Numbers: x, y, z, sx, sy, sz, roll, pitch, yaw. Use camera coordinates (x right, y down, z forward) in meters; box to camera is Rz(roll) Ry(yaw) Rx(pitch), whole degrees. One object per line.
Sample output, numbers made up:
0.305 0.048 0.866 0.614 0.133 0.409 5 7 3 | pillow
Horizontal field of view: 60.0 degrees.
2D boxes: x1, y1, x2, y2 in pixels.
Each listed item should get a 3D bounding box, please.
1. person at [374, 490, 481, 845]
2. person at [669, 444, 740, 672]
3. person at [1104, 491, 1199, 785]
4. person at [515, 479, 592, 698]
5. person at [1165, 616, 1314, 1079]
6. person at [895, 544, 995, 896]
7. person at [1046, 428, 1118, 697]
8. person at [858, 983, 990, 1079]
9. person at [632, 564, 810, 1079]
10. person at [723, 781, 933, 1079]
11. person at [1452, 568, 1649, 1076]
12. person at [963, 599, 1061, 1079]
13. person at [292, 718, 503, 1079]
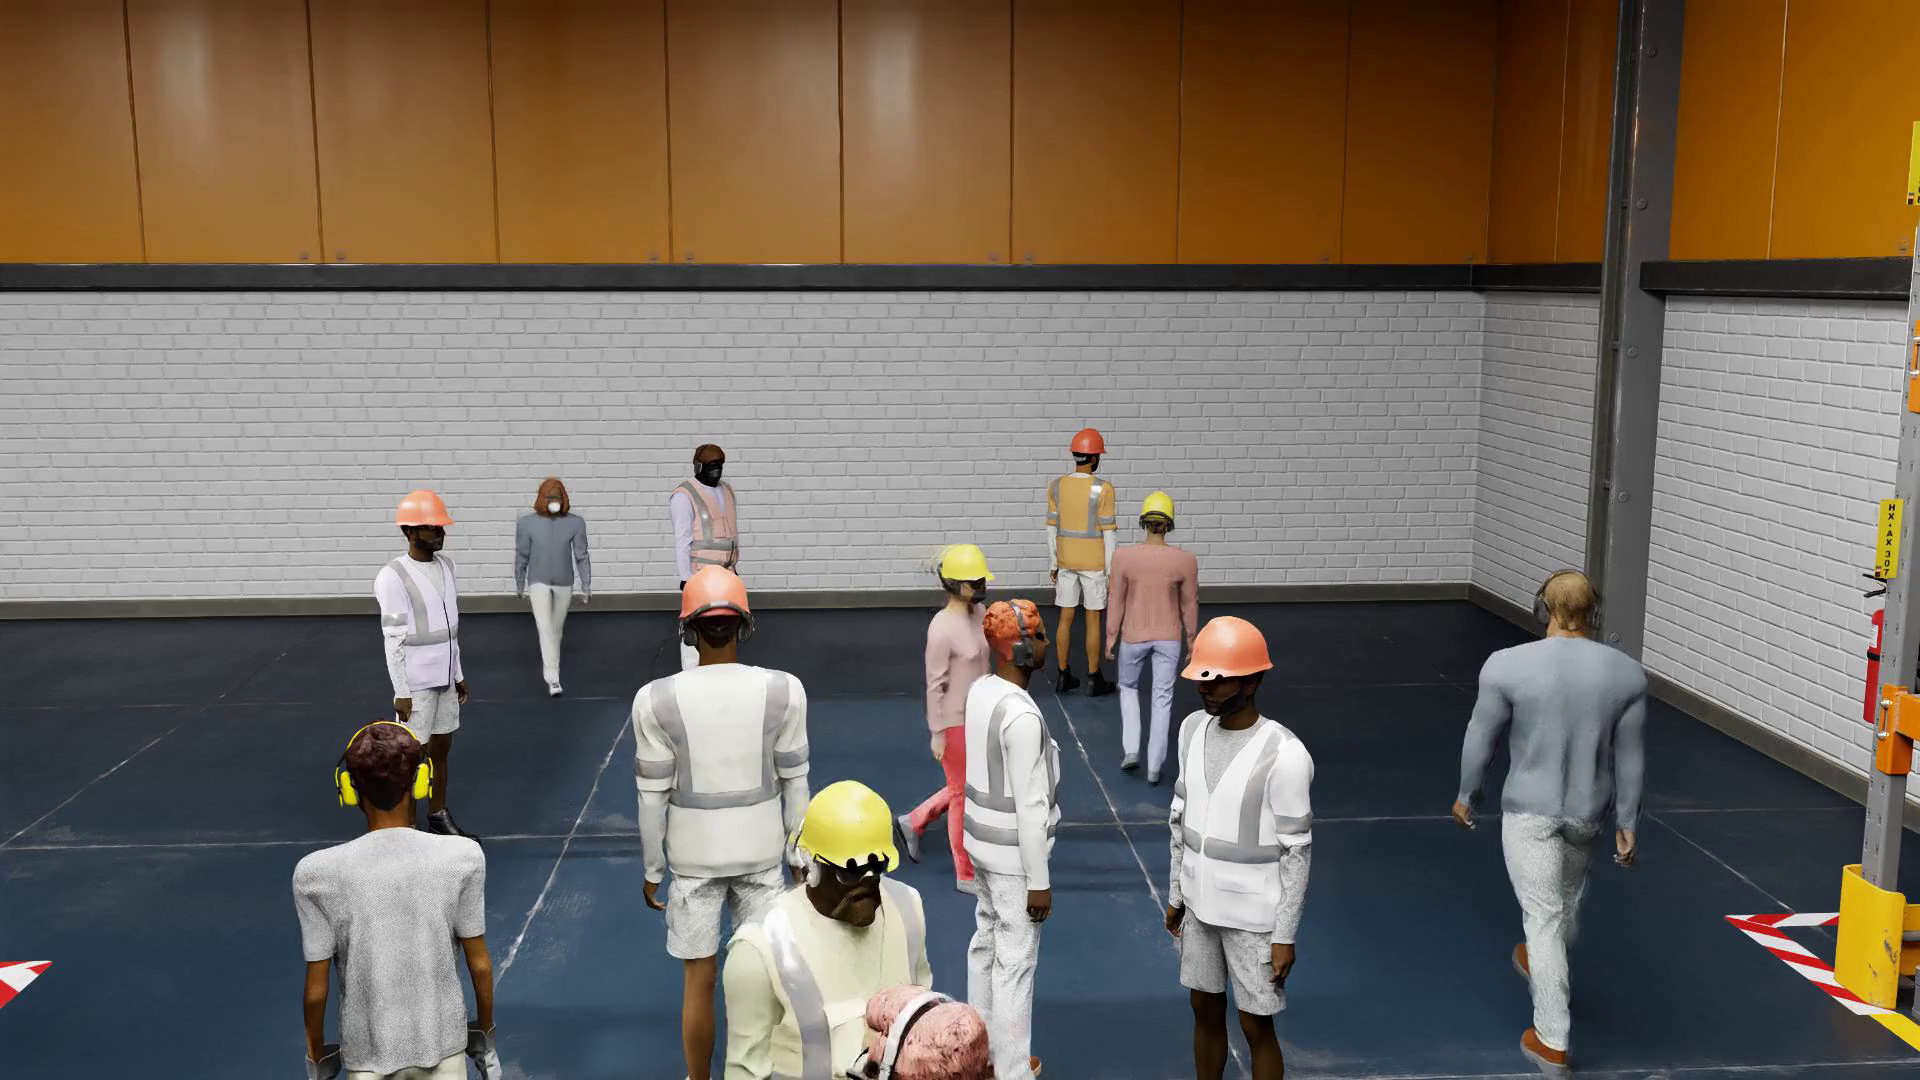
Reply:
-2.746 0.704 8.610 0.349 1.942 0.545 3 10 18 | person
-1.796 0.224 11.939 0.429 1.840 0.630 5 10 29 | person
1.147 0.582 9.946 0.562 1.749 0.437 1 9 6 | person
-2.957 0.330 12.108 0.514 1.570 0.946 -4 10 -24 | person
0.880 1.203 5.487 0.360 1.935 0.552 -7 12 -38 | person
-0.045 0.870 8.142 0.579 1.750 0.535 4 10 25 | person
0.901 0.159 12.044 0.551 1.935 0.375 6 11 33 | person
0.038 1.668 2.815 0.638 1.876 0.946 -9 13 -44 | person
-0.832 1.096 5.844 0.607 2.039 0.380 -2 9 -15 | person
-0.326 1.470 4.216 0.590 1.810 0.473 -9 13 -44 | person
2.311 1.048 6.610 0.656 1.893 0.985 0 9 -3 | person
0.195 1.143 6.031 0.354 1.884 0.576 -3 10 -19 | person
-1.509 1.401 4.503 0.515 1.856 0.329 -3 10 -21 | person
